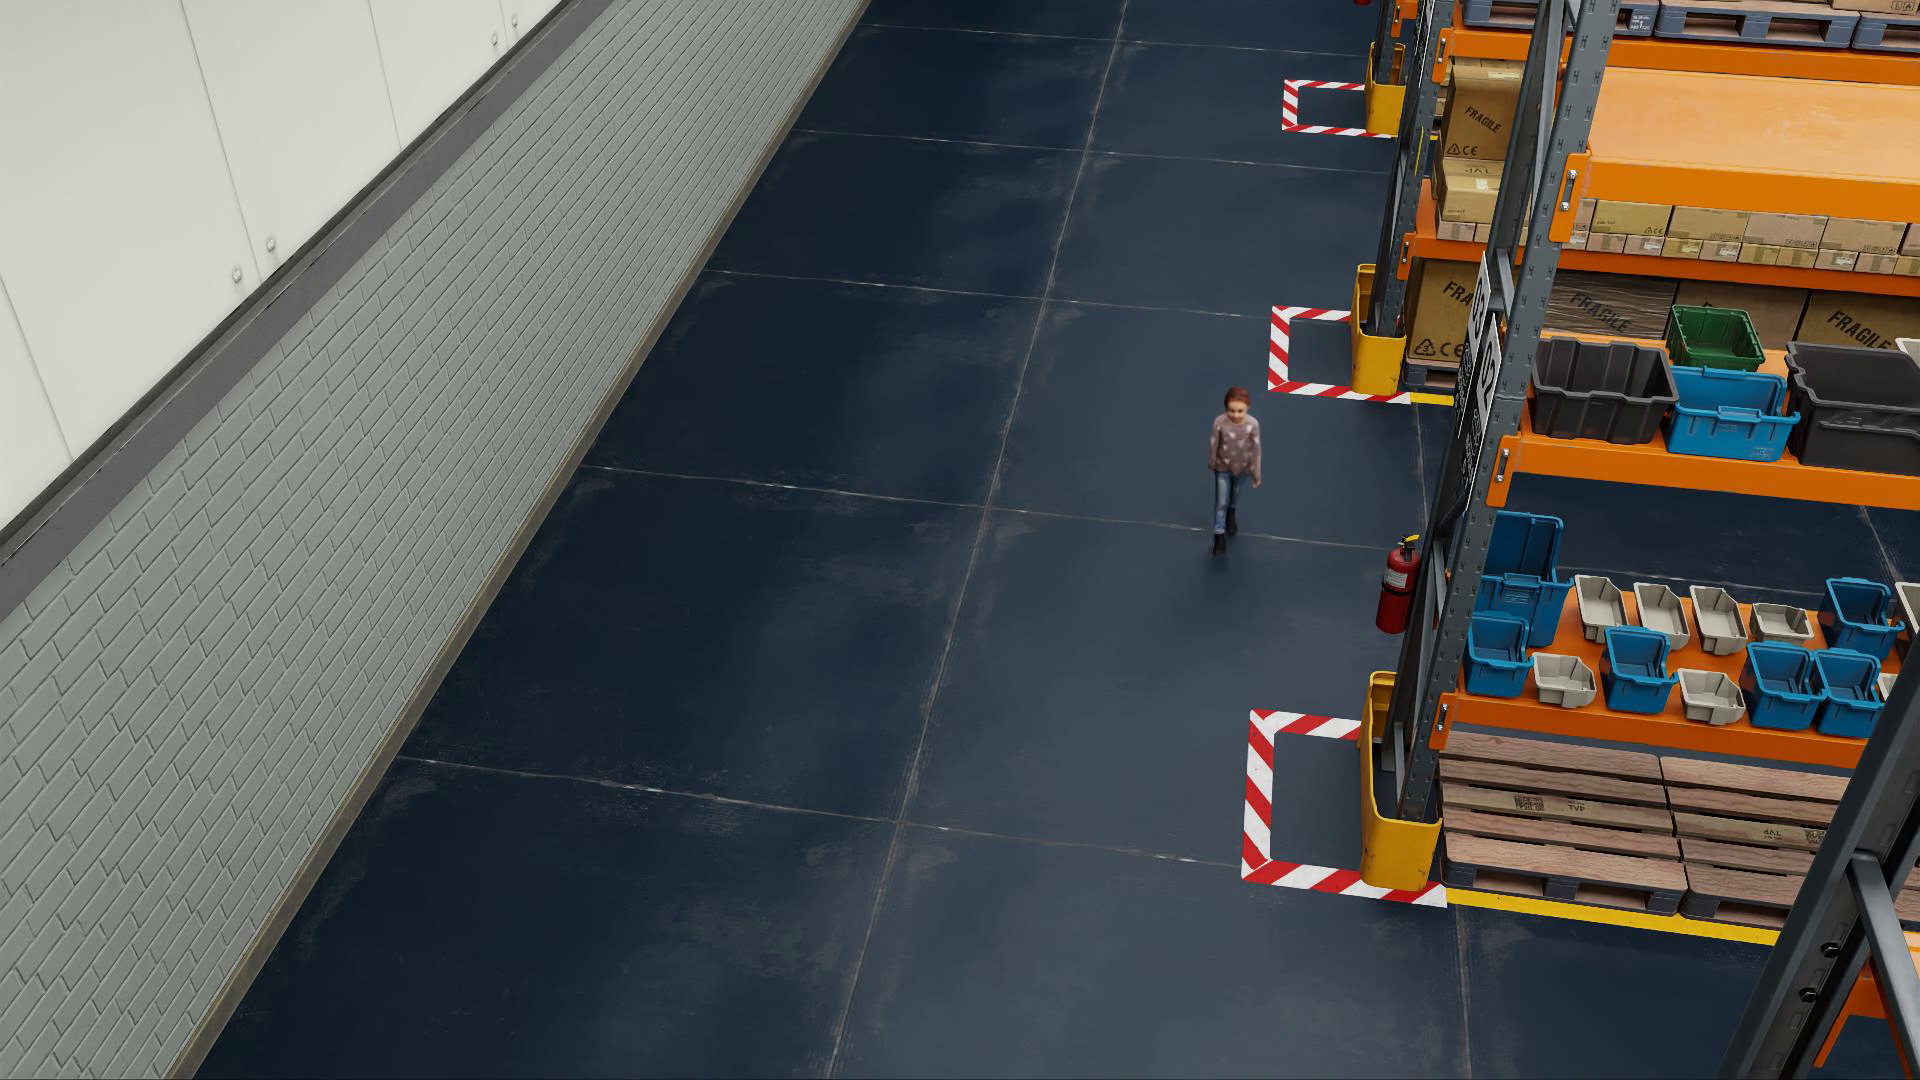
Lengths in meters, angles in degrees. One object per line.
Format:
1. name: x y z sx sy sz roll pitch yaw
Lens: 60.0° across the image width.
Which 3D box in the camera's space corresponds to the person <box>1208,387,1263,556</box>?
1. person: 1.808 -0.517 10.958 0.735 1.164 0.574 4 37 5
